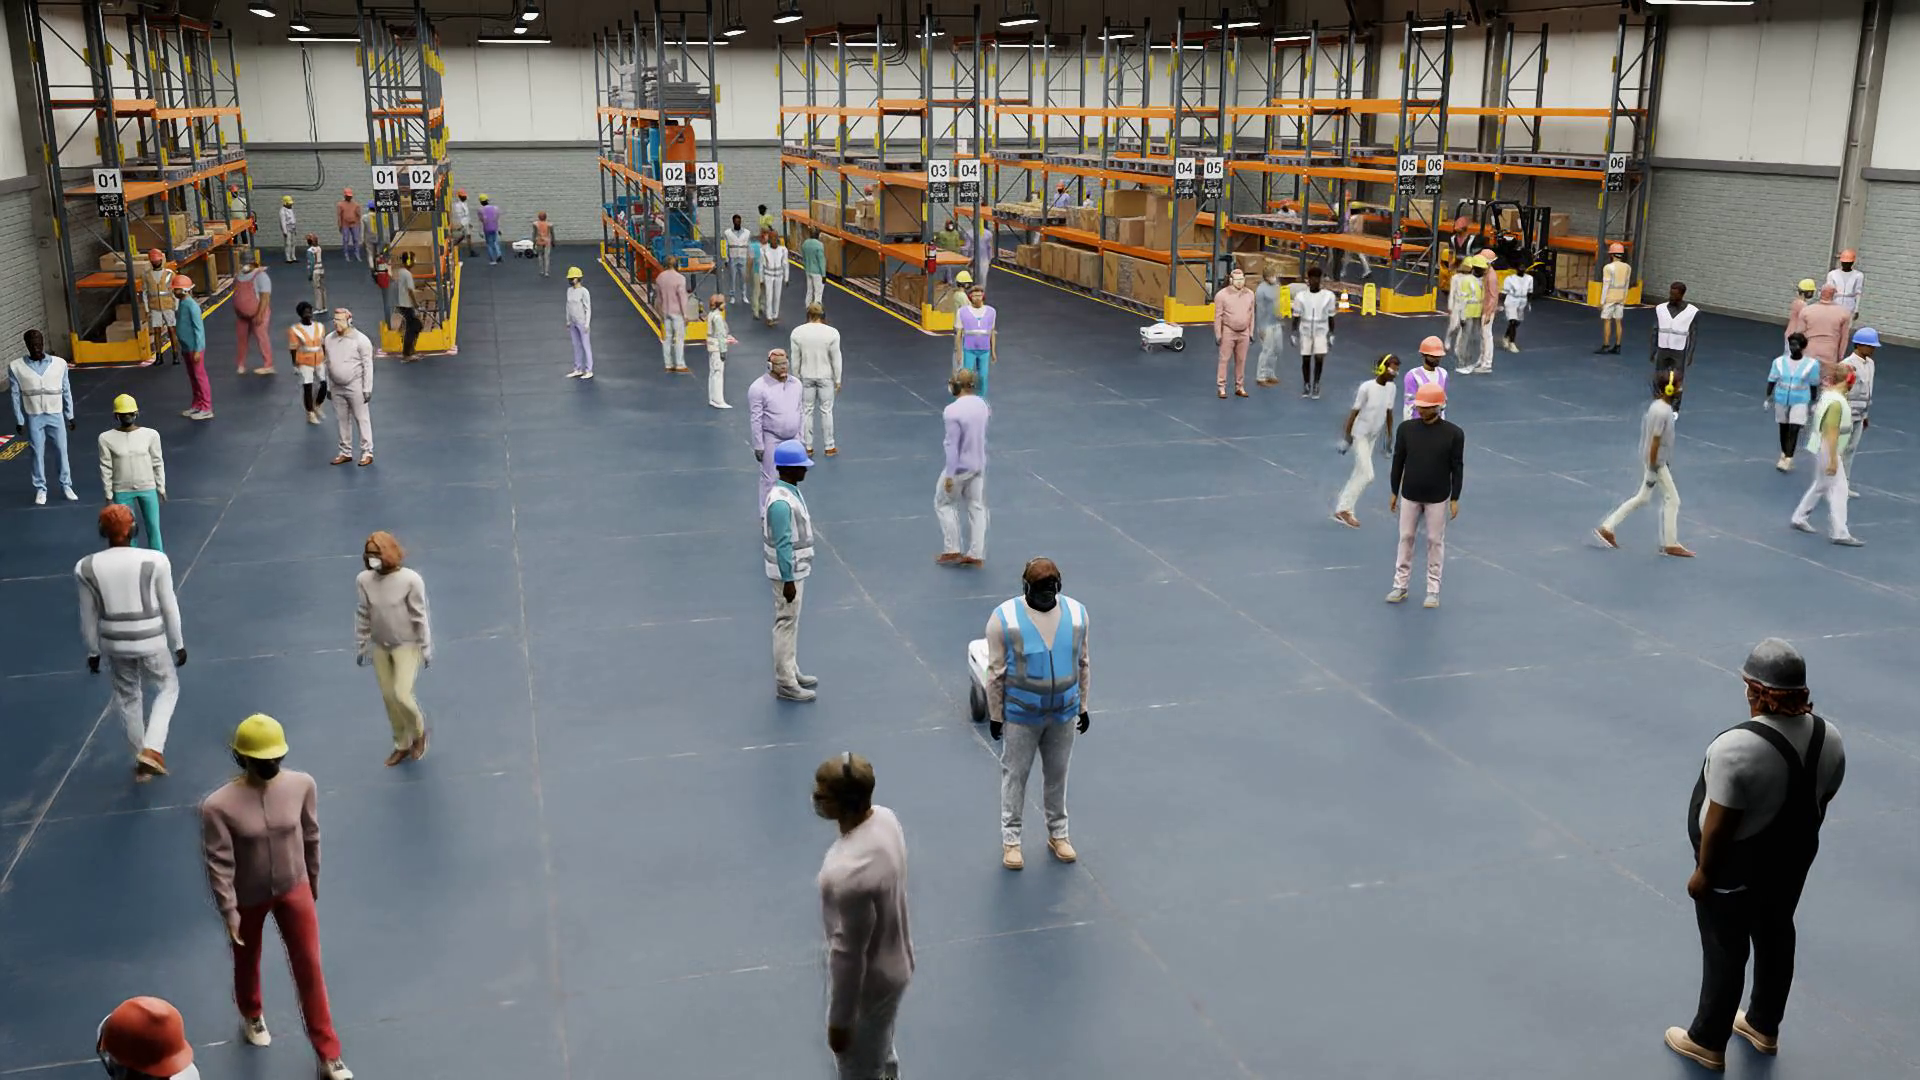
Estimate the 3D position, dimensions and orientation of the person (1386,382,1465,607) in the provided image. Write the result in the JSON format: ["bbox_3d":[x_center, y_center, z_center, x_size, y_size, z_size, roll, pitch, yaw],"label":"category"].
[{"bbox_3d":[4.057,-0.397,14.524,0.616,1.990,0.393,9,17,30],"label":"person"}]

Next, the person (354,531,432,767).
[{"bbox_3d":[-3.763,0.730,10.995,0.520,1.617,0.353,4,15,16],"label":"person"}]

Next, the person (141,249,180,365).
[{"bbox_3d":[-13.323,-3.881,27.742,0.551,1.934,0.362,-4,15,-16],"label":"person"}]

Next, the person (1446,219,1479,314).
[{"bbox_3d":[10.406,-5.652,34.372,1.027,1.972,0.645,-14,20,-42],"label":"person"}]

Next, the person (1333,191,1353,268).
[{"bbox_3d":[10.062,-8.107,43.506,0.632,2.003,0.863,-1,15,-4],"label":"person"}]

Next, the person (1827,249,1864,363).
[{"bbox_3d":[14.656,-3.856,27.649,0.550,1.933,0.373,7,16,23],"label":"person"}]

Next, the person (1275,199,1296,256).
[{"bbox_3d":[8.803,-8.344,44.985,0.603,1.712,0.396,3,15,12],"label":"person"}]

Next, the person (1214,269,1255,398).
[{"bbox_3d":[4.092,-3.064,24.724,0.651,1.906,0.409,-4,15,-16],"label":"person"}]

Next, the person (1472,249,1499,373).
[{"bbox_3d":[8.523,-3.721,27.026,0.397,1.992,0.621,2,15,6],"label":"person"}]

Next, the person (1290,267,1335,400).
[{"bbox_3d":[5.198,-3.041,24.570,0.632,1.937,0.746,5,16,19],"label":"person"}]

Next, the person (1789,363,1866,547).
[{"bbox_3d":[8.809,-0.880,16.730,0.692,1.798,0.643,8,17,28],"label":"person"}]

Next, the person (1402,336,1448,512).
[{"bbox_3d":[4.947,-1.199,17.645,0.552,1.937,0.356,-7,17,-26],"label":"person"}]

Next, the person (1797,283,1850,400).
[{"bbox_3d":[11.830,-2.570,22.871,0.650,1.904,0.402,7,16,25],"label":"person"}]

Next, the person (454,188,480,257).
[{"bbox_3d":[-13.982,-8.894,46.654,0.870,1.914,0.544,0,15,-1],"label":"person"}]

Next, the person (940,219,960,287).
[{"bbox_3d":[-0.255,-6.764,39.188,0.513,1.616,0.586,-7,16,-25],"label":"person"}]

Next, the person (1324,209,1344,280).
[{"bbox_3d":[9.160,-7.208,40.633,0.493,1.742,0.301,-4,15,-16],"label":"person"}]

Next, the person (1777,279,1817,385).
[{"bbox_3d":[12.519,-3.017,24.849,0.367,1.759,0.524,4,15,14],"label":"person"}]

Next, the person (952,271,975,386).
[{"bbox_3d":[0.048,-3.285,25.827,0.315,1.769,0.525,-5,16,-17],"label":"person"}]

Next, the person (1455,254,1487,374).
[{"bbox_3d":[8.301,-3.652,26.901,0.594,1.925,0.382,-12,19,-38],"label":"person"}]

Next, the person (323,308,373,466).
[{"bbox_3d":[-7.420,-1.851,20.152,0.641,1.913,0.407,4,15,14],"label":"person"}]

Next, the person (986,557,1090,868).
[{"bbox_3d":[0.463,0.987,9.603,0.633,1.842,0.429,-4,15,-16],"label":"person"}]

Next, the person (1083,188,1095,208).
[{"bbox_3d":[3.495,-8.719,45.924,0.386,1.948,0.605,7,16,25],"label":"person"}]

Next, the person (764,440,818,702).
[{"bbox_3d":[-1.258,0.215,12.298,0.378,1.950,0.610,0,15,-1],"label":"person"}]

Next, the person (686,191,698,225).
[{"bbox_3d":[-7.621,-8.977,47.177,0.475,1.812,0.639,-4,15,-15],"label":"person"}]

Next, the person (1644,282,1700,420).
[{"bbox_3d":[9.879,-2.622,23.045,0.590,1.916,0.393,13,19,40],"label":"person"}]

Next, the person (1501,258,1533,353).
[{"bbox_3d":[9.759,-4.157,29.317,0.536,1.663,0.779,-3,15,-10],"label":"person"}]

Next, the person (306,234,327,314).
[{"bbox_3d":[-13.319,-5.498,34.392,0.311,1.642,0.513,1,15,3],"label":"person"}]

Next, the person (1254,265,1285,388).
[{"bbox_3d":[4.744,-3.285,25.583,0.376,1.902,0.719,12,19,38],"label":"person"}]

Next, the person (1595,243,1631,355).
[{"bbox_3d":[11.323,-4.182,28.874,0.551,1.934,0.373,-5,16,-19],"label":"person"}]

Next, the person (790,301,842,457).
[{"bbox_3d":[-1.769,-1.993,20.629,0.635,1.939,0.362,2,15,8],"label":"person"}]

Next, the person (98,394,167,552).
[{"bbox_3d":[-7.525,-0.455,15.169,0.529,1.772,0.304,-8,17,-28],"label":"person"}]

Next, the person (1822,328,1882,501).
[{"bbox_3d":[9.830,-1.378,18.332,0.600,1.940,0.424,-11,18,-35],"label":"person"}]

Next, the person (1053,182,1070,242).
[{"bbox_3d":[3.016,-9.739,49.789,0.551,1.933,0.376,10,18,34],"label":"person"}]

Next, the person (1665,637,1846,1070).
[{"bbox_3d":[3.593,1.415,7.612,0.687,2.000,0.538,-6,16,-20],"label":"person"}]

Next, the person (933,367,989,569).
[{"bbox_3d":[-0.023,-0.680,15.724,0.634,1.918,0.662,10,18,34],"label":"person"}]

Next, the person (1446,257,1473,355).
[{"bbox_3d":[8.699,-4.059,28.819,0.483,1.718,0.489,0,15,-2],"label":"person"}]

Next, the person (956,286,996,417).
[{"bbox_3d":[0.223,-2.630,23.207,0.569,1.844,0.378,-4,15,-16],"label":"person"}]
